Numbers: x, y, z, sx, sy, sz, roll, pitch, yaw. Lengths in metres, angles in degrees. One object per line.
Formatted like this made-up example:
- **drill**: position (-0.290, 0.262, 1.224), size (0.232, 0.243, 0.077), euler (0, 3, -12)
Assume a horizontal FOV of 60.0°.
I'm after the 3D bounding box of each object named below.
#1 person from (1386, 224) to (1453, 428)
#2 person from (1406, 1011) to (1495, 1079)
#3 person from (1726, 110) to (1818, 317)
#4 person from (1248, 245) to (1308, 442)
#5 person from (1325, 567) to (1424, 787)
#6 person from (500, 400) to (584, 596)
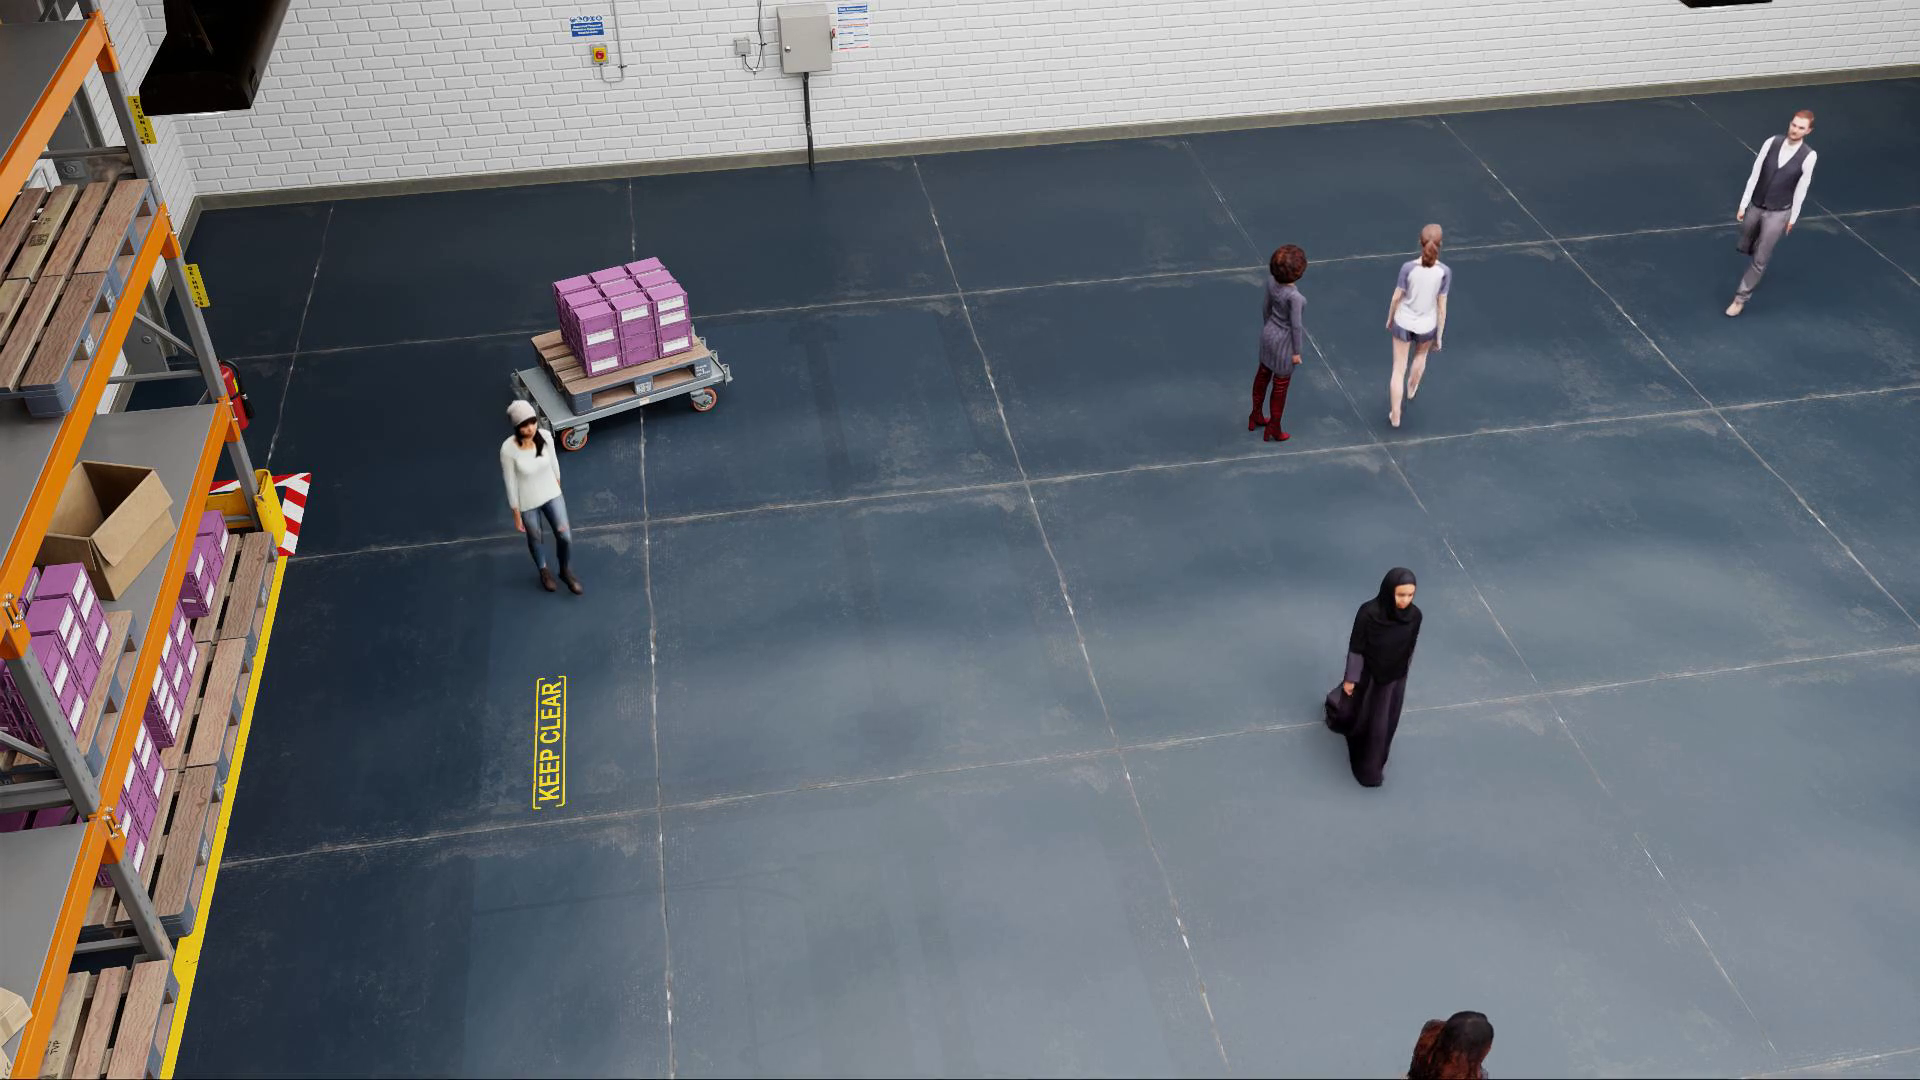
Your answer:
- **person**: position (3.661, -1.676, 13.390), size (0.811, 1.745, 1.002), euler (8, 39, 9)
- **person**: position (2.215, 2.773, 7.922), size (0.783, 1.616, 0.855), euler (-12, 40, -14)
- **person**: position (7.276, -2.976, 14.882), size (1.023, 1.915, 1.061), euler (-30, 47, -32)
- **person**: position (2.545, -1.569, 13.283), size (0.706, 1.711, 0.555), euler (-18, 42, -21)
- **person**: position (2.594, 0.778, 10.436), size (0.677, 1.596, 0.972), euler (-2, 39, -2)
- **person**: position (-3.043, -0.325, 11.787), size (0.701, 1.633, 0.749), euler (-22, 44, -25)
